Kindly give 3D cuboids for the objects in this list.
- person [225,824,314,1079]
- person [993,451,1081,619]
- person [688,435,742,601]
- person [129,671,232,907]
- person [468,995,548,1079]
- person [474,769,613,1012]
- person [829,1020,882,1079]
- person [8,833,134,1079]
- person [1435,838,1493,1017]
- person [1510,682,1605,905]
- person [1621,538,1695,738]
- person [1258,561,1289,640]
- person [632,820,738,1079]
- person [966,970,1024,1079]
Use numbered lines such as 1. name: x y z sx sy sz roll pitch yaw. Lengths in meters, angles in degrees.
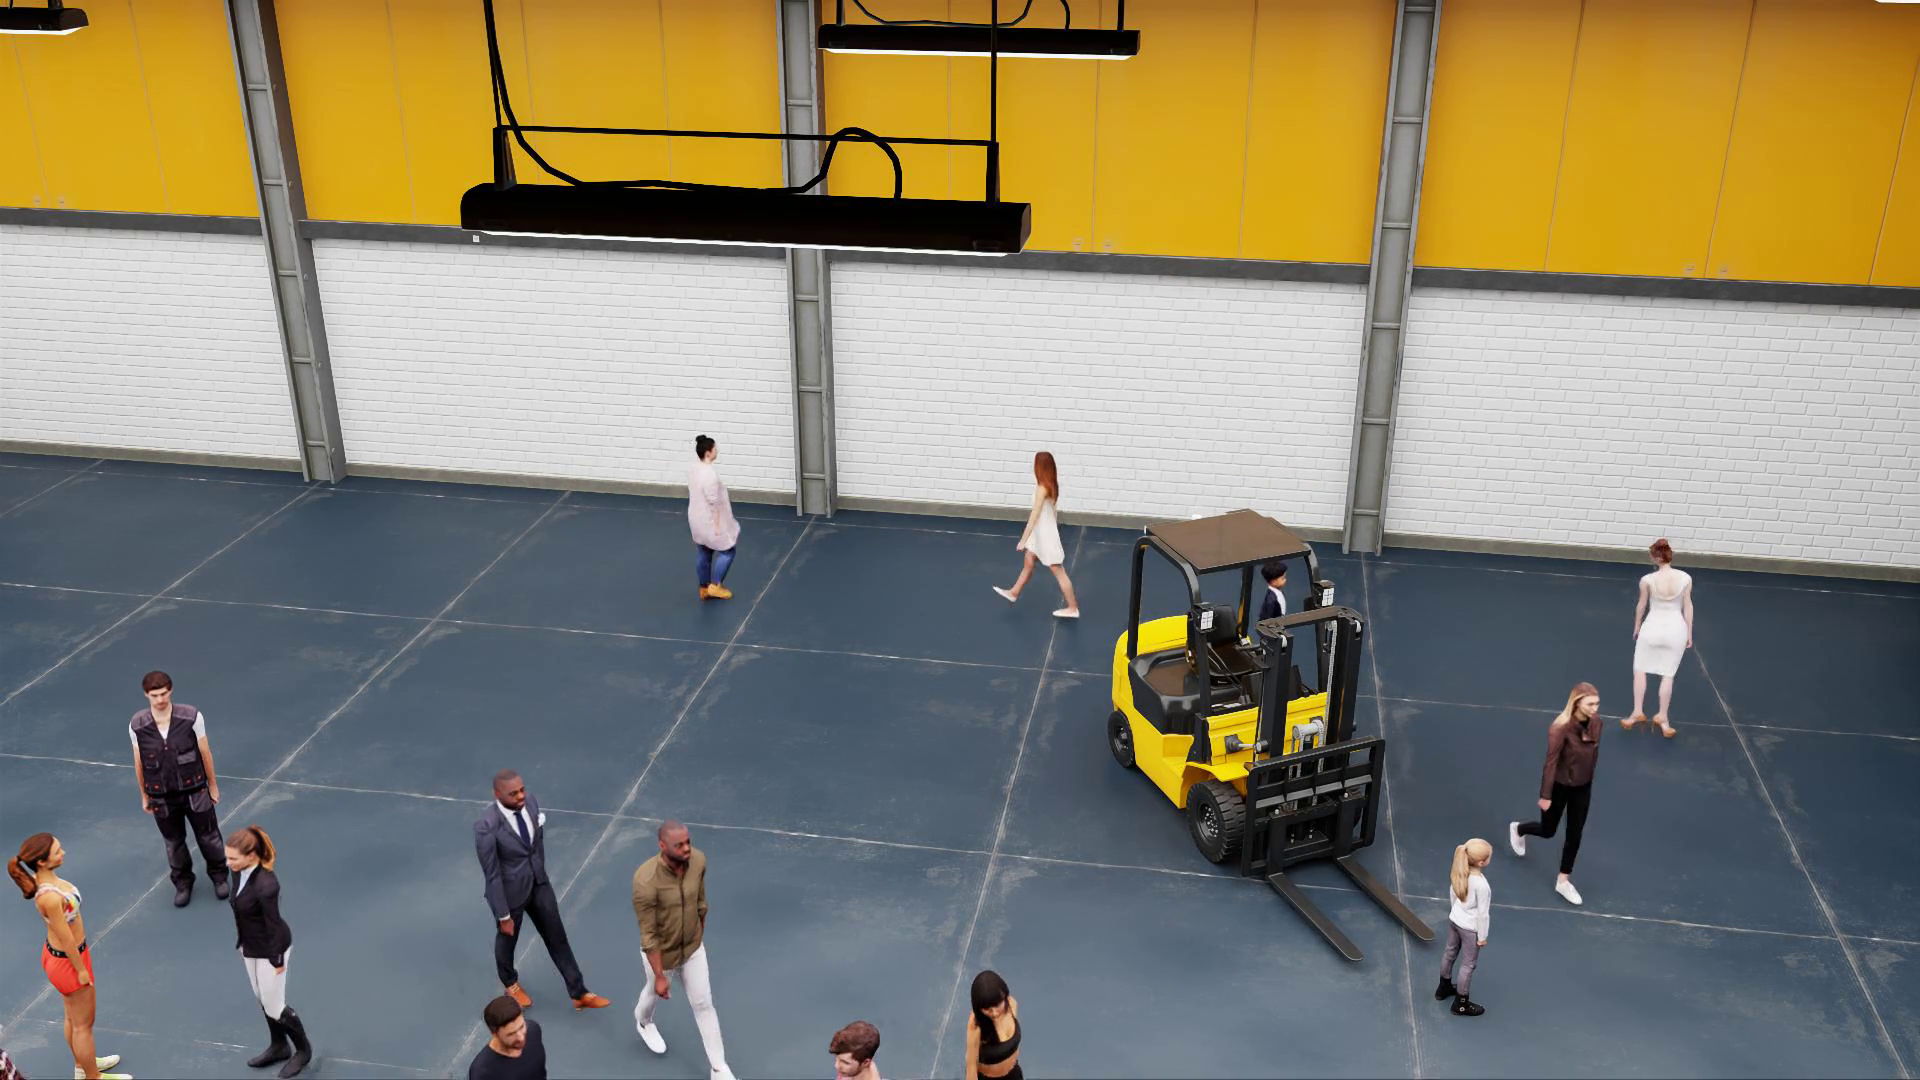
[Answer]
1. person: -4.222 2.488 10.170 0.683 1.737 0.757 19 30 37
2. person: 0.913 0.000 15.963 1.159 1.655 0.656 6 24 14
3. person: -2.531 -0.193 16.302 0.903 1.738 0.852 -13 27 -28
4. person: -5.516 1.742 11.744 0.701 1.843 0.812 -8 25 -17
5. person: -2.370 3.062 8.718 0.806 1.848 0.798 13 27 28
6. person: -2.894 2.236 10.679 1.206 1.791 1.005 15 28 30
7. person: -0.394 3.160 8.376 0.906 1.941 0.846 -11 26 -24
8. person: -5.361 2.537 9.990 0.743 1.791 0.673 -18 29 -35
9. person: 3.274 2.480 10.763 0.609 1.277 0.575 -8 25 -17
10. person: 4.311 1.742 11.942 1.017 1.684 0.966 -8 25 -18
11. person: 5.920 0.841 13.893 0.491 1.772 0.732 14 27 30
12. person: 2.718 0.746 14.809 0.723 1.213 0.570 9 25 19
13. person: -1.808 2.479 10.142 1.169 1.776 1.301 -21 31 -39
14. person: 0.117 2.981 9.203 1.075 1.608 0.913 18 30 36
